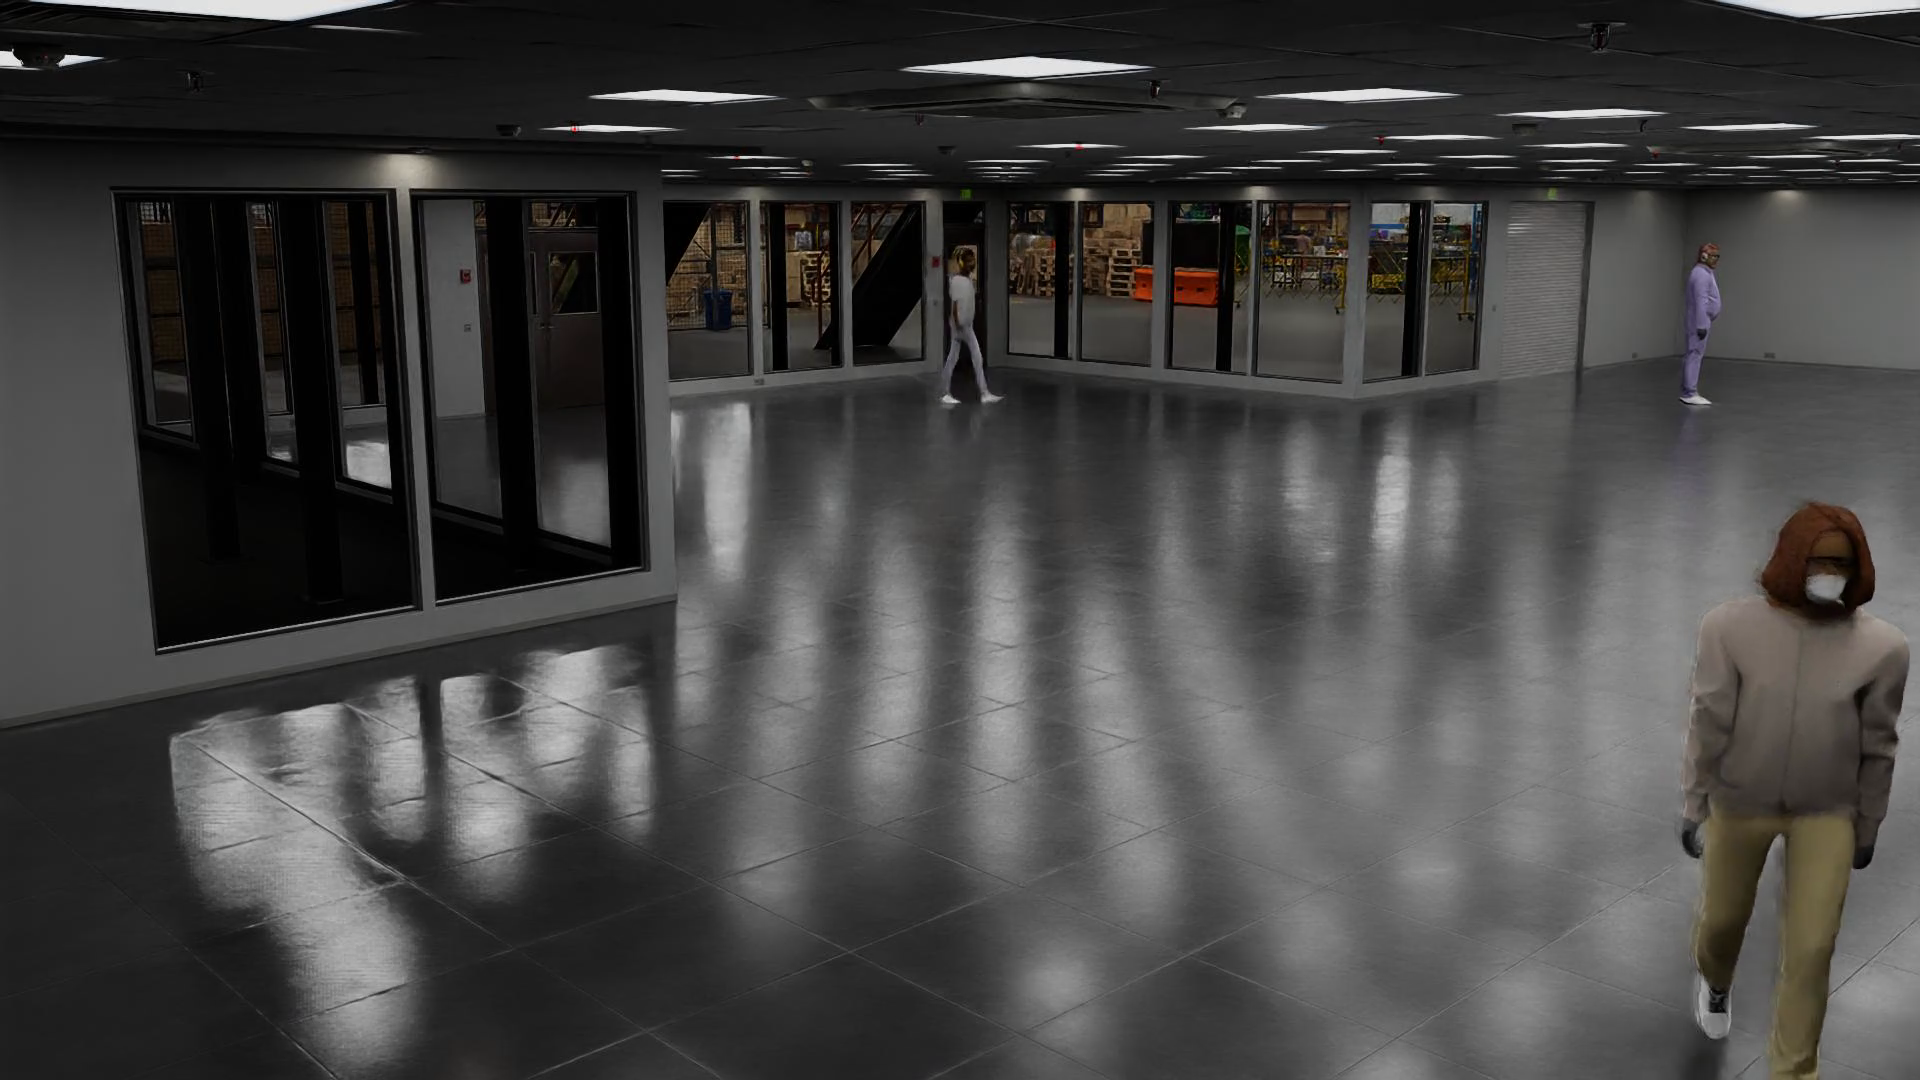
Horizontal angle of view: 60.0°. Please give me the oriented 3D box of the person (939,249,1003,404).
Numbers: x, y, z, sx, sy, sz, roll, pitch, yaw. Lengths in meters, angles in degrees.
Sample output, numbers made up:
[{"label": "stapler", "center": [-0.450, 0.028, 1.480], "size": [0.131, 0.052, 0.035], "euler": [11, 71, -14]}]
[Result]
[{"label": "person", "center": [0.115, -2.506, 19.693], "size": [0.896, 1.841, 0.550], "euler": [7, 13, 30]}]

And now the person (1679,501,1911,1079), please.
[{"label": "person", "center": [2.128, 0.678, 4.303], "size": [0.496, 1.606, 0.764], "euler": [5, 12, 22]}]

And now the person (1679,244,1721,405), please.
[{"label": "person", "center": [8.859, -2.574, 19.874], "size": [0.405, 1.903, 0.636], "euler": [4, 12, 18]}]
